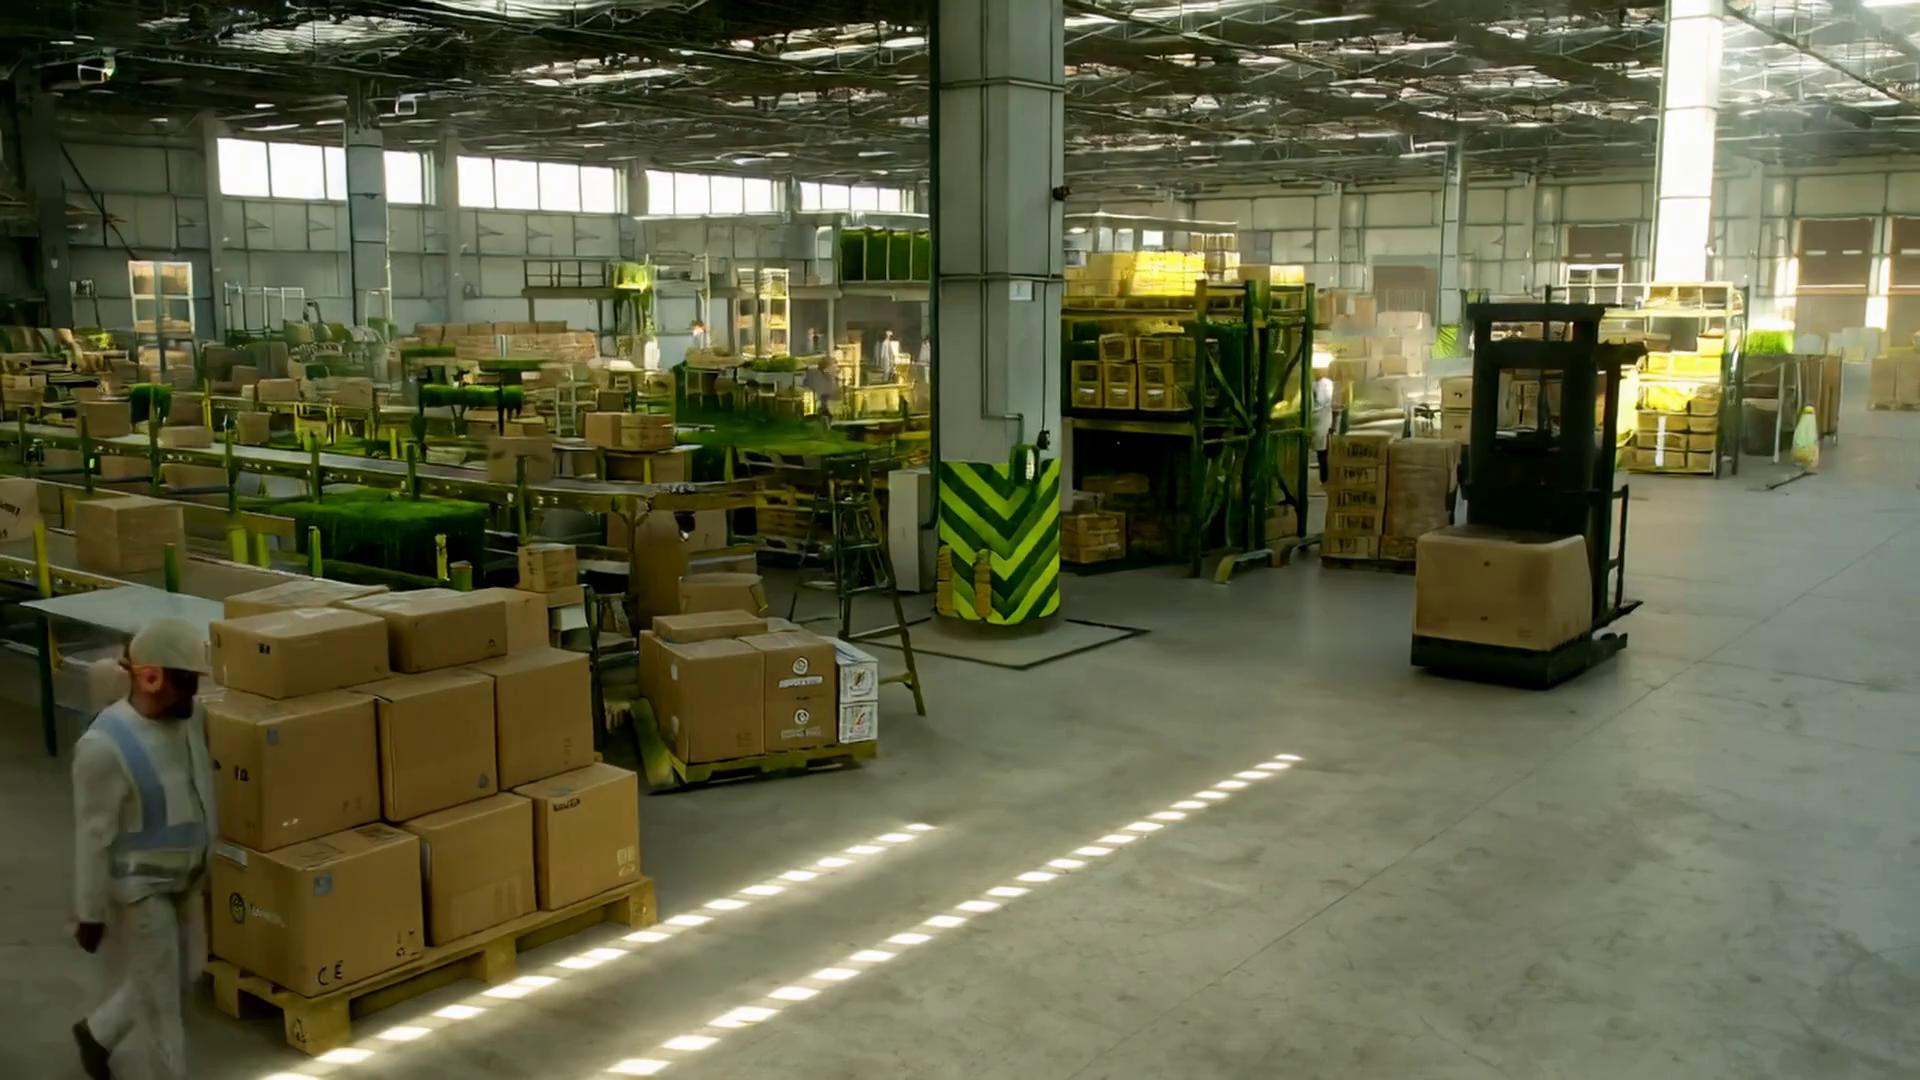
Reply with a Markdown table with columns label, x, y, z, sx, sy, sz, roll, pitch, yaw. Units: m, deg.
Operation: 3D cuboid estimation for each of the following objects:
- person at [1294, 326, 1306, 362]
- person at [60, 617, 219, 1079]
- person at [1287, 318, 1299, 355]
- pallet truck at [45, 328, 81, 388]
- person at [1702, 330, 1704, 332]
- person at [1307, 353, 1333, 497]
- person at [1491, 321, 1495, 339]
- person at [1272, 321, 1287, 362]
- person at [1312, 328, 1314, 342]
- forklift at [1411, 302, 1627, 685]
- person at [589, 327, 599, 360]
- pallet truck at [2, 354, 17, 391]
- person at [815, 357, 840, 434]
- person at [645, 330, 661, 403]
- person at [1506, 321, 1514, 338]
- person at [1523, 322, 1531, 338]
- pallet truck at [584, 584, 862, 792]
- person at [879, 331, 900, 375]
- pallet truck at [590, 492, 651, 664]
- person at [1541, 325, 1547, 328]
| label | x | y | z | sx | sy | sz | roll | pitch | yaw |
| --- | --- | --- | --- | --- | --- | --- | --- | --- | --- |
| person | 10.878 | -5.865 | 52.649 | 0.586 | 1.917 | 0.623 | -5 | 10 | -31 |
| person | -2.872 | 1.151 | 5.772 | 0.673 | 1.805 | 0.620 | 1 | 9 | 9 |
| person | 15.699 | -9.629 | 78.411 | 0.519 | 1.823 | 0.820 | 3 | 9 | 19 |
| pallet truck | -23.775 | -4.544 | 43.495 | 1.885 | 1.965 | 0.823 | 6 | 10 | 35 |
| person | 24.629 | -6.394 | 55.818 | 0.537 | 2.000 | 0.689 | -2 | 9 | -15 |
| person | 5.116 | -1.634 | 23.704 | 0.359 | 2.047 | 0.615 | 2 | 9 | 14 |
| person | 20.022 | -7.369 | 62.909 | 0.355 | 1.887 | 0.573 | -3 | 9 | -22 |
| person | 11.615 | -7.026 | 60.626 | 1.020 | 1.885 | 0.563 | 1 | 9 | 9 |
| person | 14.242 | -8.176 | 68.282 | 0.614 | 1.903 | 0.638 | 5 | 10 | 30 |
| forklift | 4.379 | -0.438 | 12.852 | 1.129 | 2.768 | 1.873 | 7 | 11 | 37 |
| person | -12.445 | -6.366 | 56.627 | 0.323 | 1.742 | 0.492 | -1 | 8 | -5 |
| pallet truck | -24.881 | -4.417 | 42.634 | 1.885 | 1.965 | 0.823 | 8 | 11 | 41 |
| person | -2.715 | -2.886 | 33.605 | 0.586 | 1.611 | 0.508 | -5 | 10 | -32 |
| person | -8.042 | -4.549 | 43.739 | 0.547 | 1.934 | 0.376 | 7 | 11 | 41 |
| person | 26.463 | -9.846 | 79.888 | 0.968 | 1.803 | 0.549 | 6 | 10 | 33 |
| person | 20.771 | -7.019 | 60.710 | 0.926 | 1.856 | 0.582 | 0 | 8 | -2 |
| pallet truck | -1.426 | 0.805 | 10.019 | 1.601 | 1.201 | 0.680 | -4 | 9 | -26 |
| person | -2.024 | -5.069 | 47.584 | 0.599 | 1.830 | 0.403 | 1 | 8 | 5 |
| pallet truck | -3.115 | 0.344 | 12.883 | 0.653 | 1.274 | 1.630 | 7 | 11 | 37 |
| person | 24.595 | -8.395 | 69.817 | 0.636 | 1.896 | 1.016 | 2 | 9 | 11 |
